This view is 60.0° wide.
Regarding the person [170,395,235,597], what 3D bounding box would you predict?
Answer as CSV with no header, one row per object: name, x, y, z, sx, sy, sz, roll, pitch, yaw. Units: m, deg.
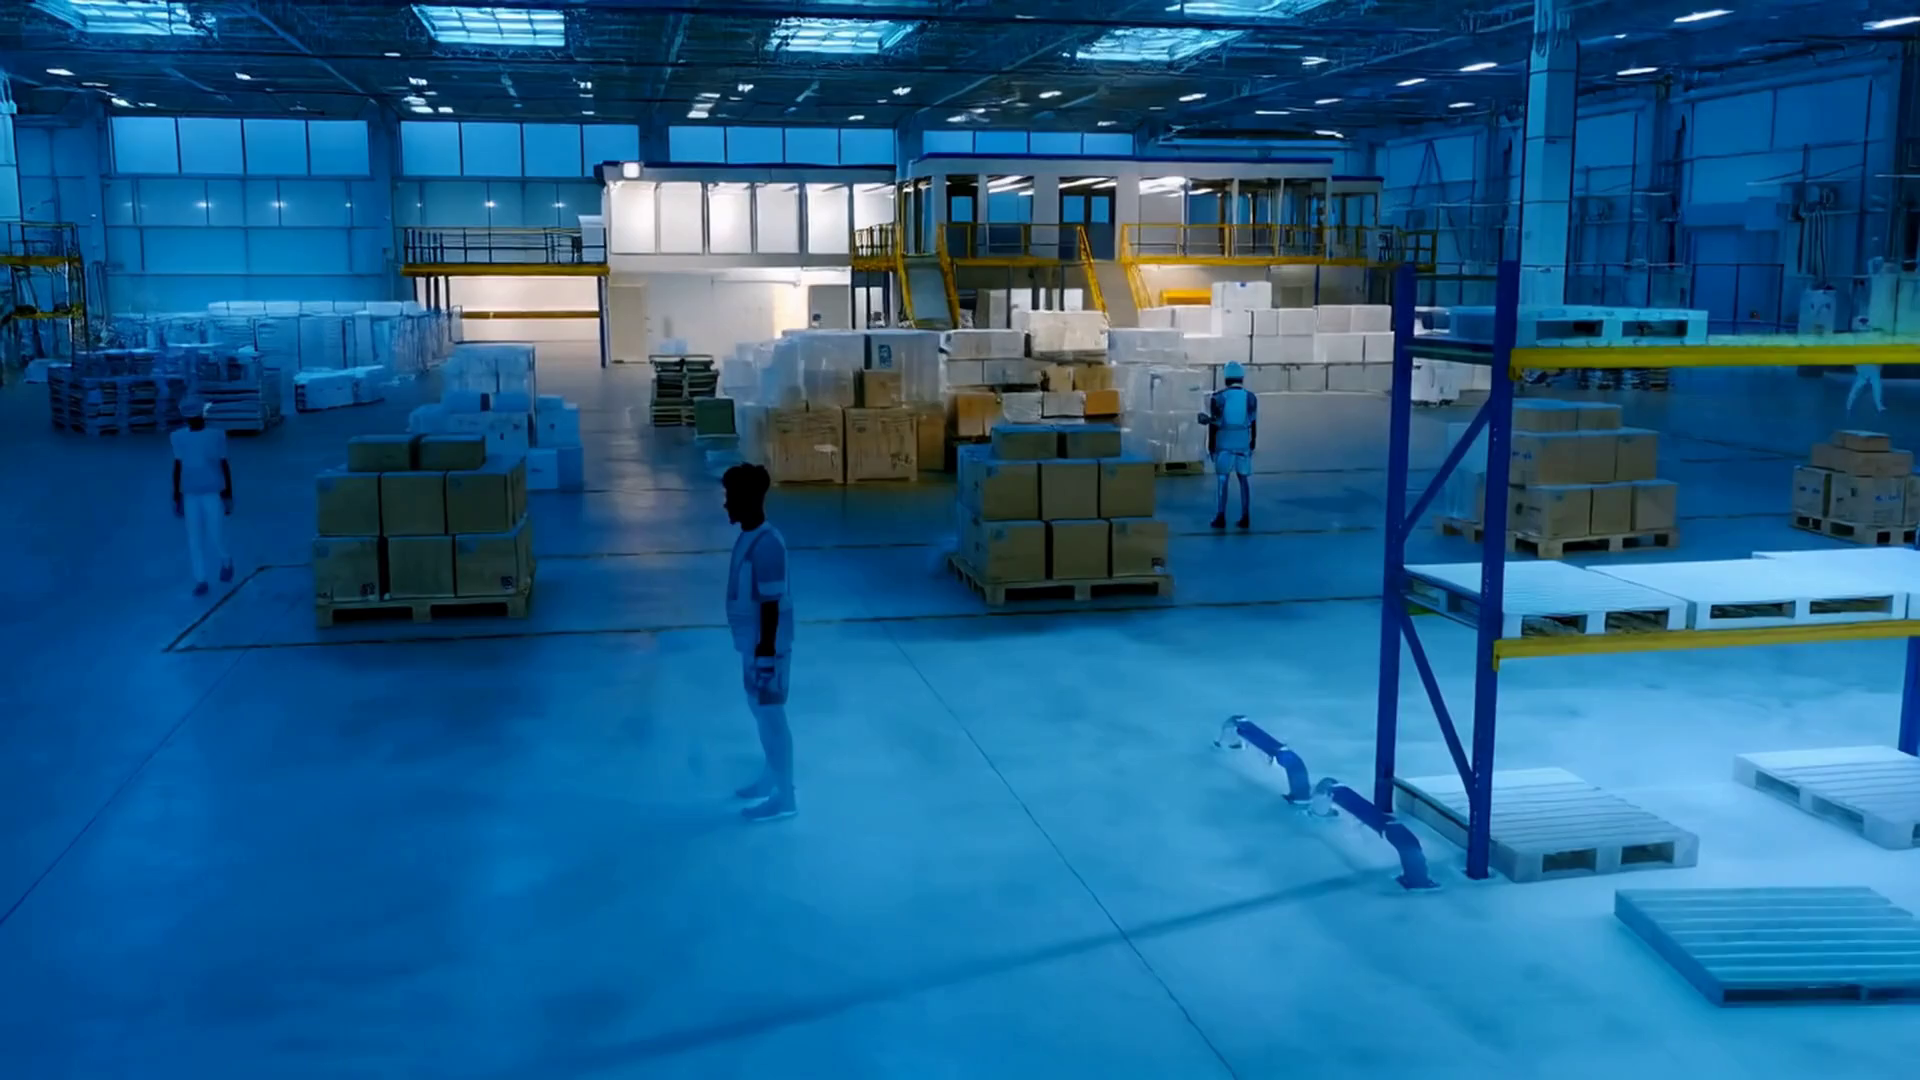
person,-6.985,-0.424,15.340,0.516,1.855,0.602,-1,9,-8

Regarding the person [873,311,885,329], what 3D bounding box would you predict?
person,-2.093,-5.201,44.460,0.853,1.856,0.594,-2,10,-12

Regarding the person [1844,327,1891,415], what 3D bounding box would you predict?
person,18.548,-3.435,33.870,0.712,1.785,0.897,-5,11,-28

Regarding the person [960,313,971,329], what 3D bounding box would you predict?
person,0.214,-4.528,40.199,0.899,1.911,0.551,-6,11,-31

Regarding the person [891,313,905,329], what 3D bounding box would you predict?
person,-1.379,-4.372,39.139,1.052,1.952,0.608,-3,10,-19

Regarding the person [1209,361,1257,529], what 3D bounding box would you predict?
person,3.135,-1.091,19.188,0.542,1.928,0.400,-1,9,-4

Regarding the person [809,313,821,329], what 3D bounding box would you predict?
person,-3.833,-5.096,44.005,0.981,1.798,0.530,6,11,32

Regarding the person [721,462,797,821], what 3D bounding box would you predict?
person,-1.102,0.546,9.119,0.379,1.958,0.606,-3,10,-18

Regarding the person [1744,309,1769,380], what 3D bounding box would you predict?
person,20.970,-5.117,43.750,0.638,1.916,0.615,0,9,2
